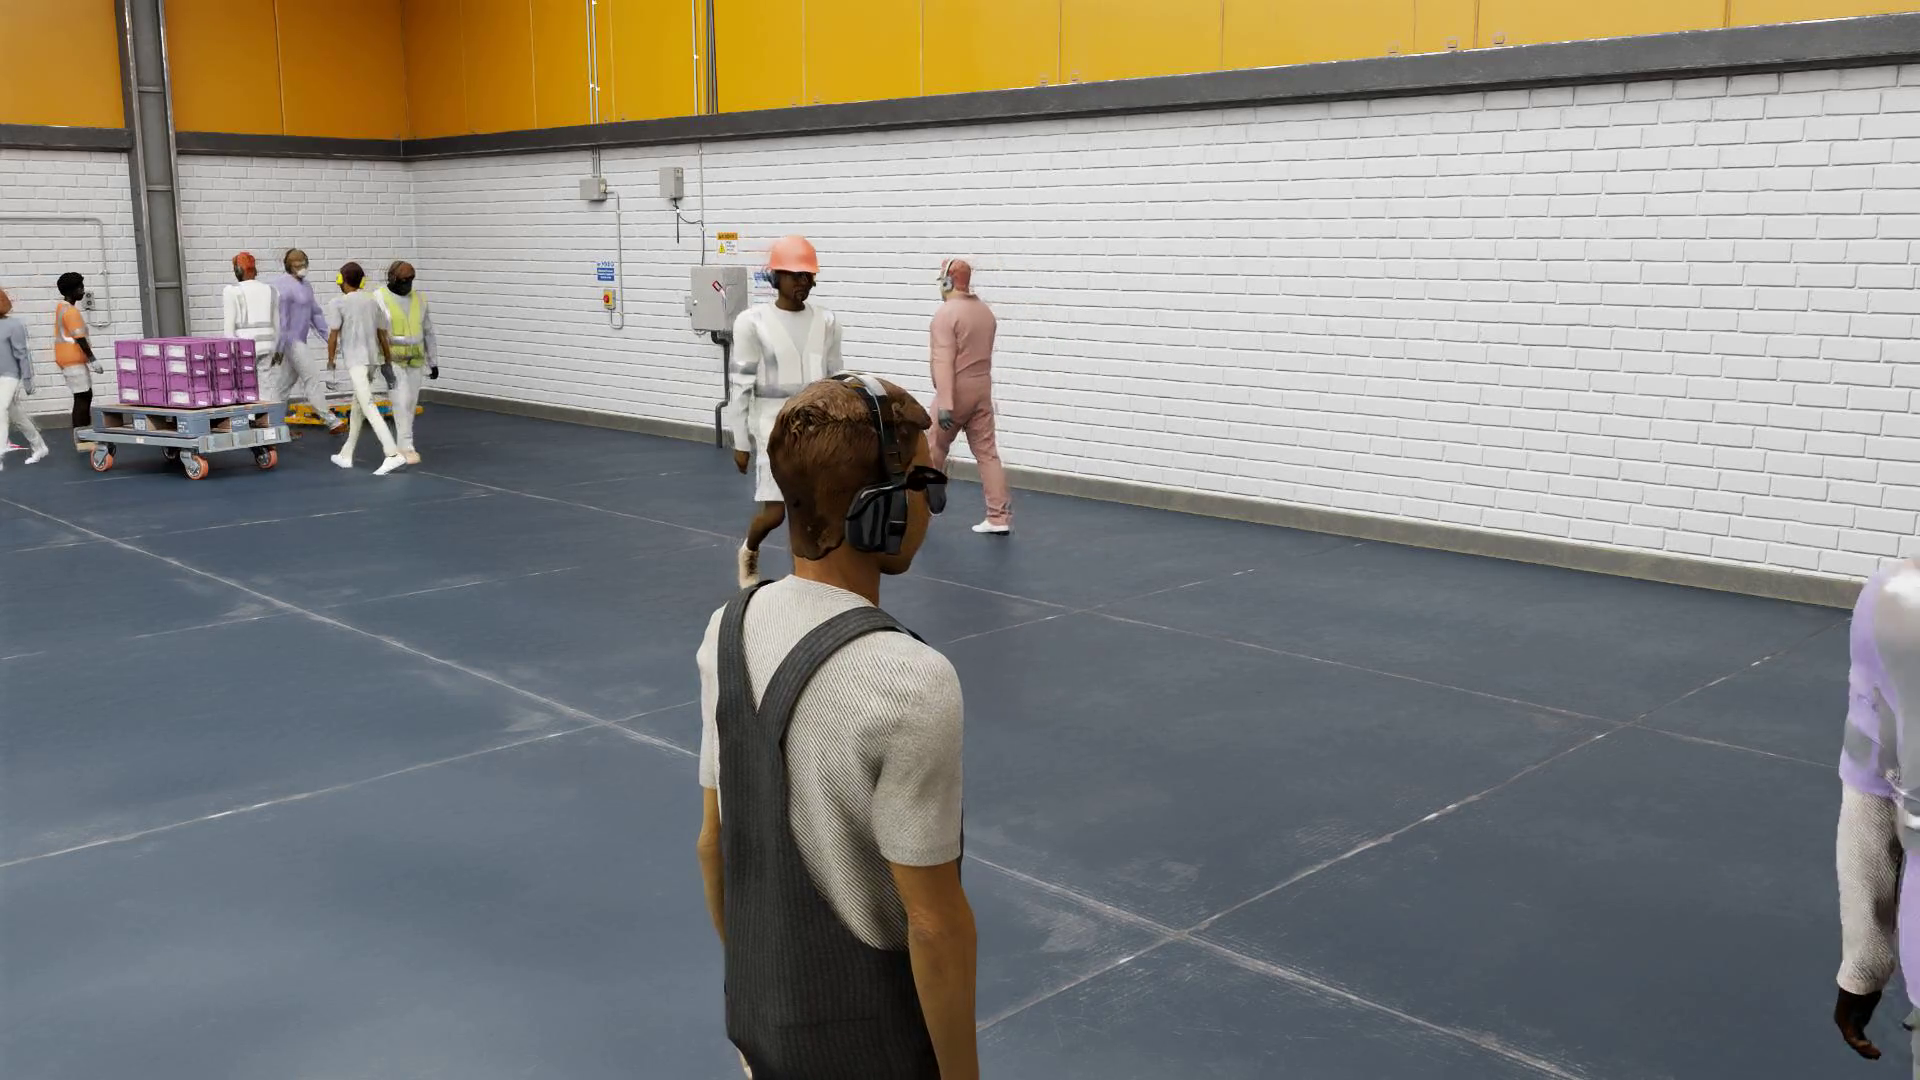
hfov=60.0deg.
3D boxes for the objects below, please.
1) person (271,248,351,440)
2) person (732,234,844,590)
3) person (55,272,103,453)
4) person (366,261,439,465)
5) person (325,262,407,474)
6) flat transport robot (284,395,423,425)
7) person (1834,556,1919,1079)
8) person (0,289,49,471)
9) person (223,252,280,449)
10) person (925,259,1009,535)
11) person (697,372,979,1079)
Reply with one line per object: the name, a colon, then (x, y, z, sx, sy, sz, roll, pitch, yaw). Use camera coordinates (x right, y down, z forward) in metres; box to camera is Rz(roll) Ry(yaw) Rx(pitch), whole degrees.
person: (-6.389, -1.904, 16.325, 0.971, 1.885, 0.657, -1, 10, -7)
person: (-0.917, -0.571, 8.693, 0.613, 2.029, 0.667, -6, 12, -31)
person: (-8.231, -1.653, 15.543, 0.397, 1.688, 0.542, -6, 12, -29)
person: (-4.940, -1.571, 14.780, 0.731, 1.792, 0.679, 9, 13, 39)
person: (-5.135, -1.483, 14.319, 0.994, 1.804, 0.572, 5, 12, 27)
flat transport robot: (-6.618, -1.424, 18.138, 0.652, 0.197, 1.431, 5, 11, 25)
person: (1.591, 0.661, 2.362, 0.357, 1.902, 0.707, -7, 13, -34)
person: (-8.296, -1.414, 14.474, 0.507, 1.593, 0.848, 4, 11, 20)
person: (-6.670, -1.773, 15.690, 0.437, 1.860, 0.611, 8, 13, 36)
person: (-0.065, -0.970, 11.333, 0.992, 1.854, 0.683, 8, 13, 37)
person: (-0.150, 0.692, 2.307, 0.333, 1.843, 0.514, -9, 14, -41)
